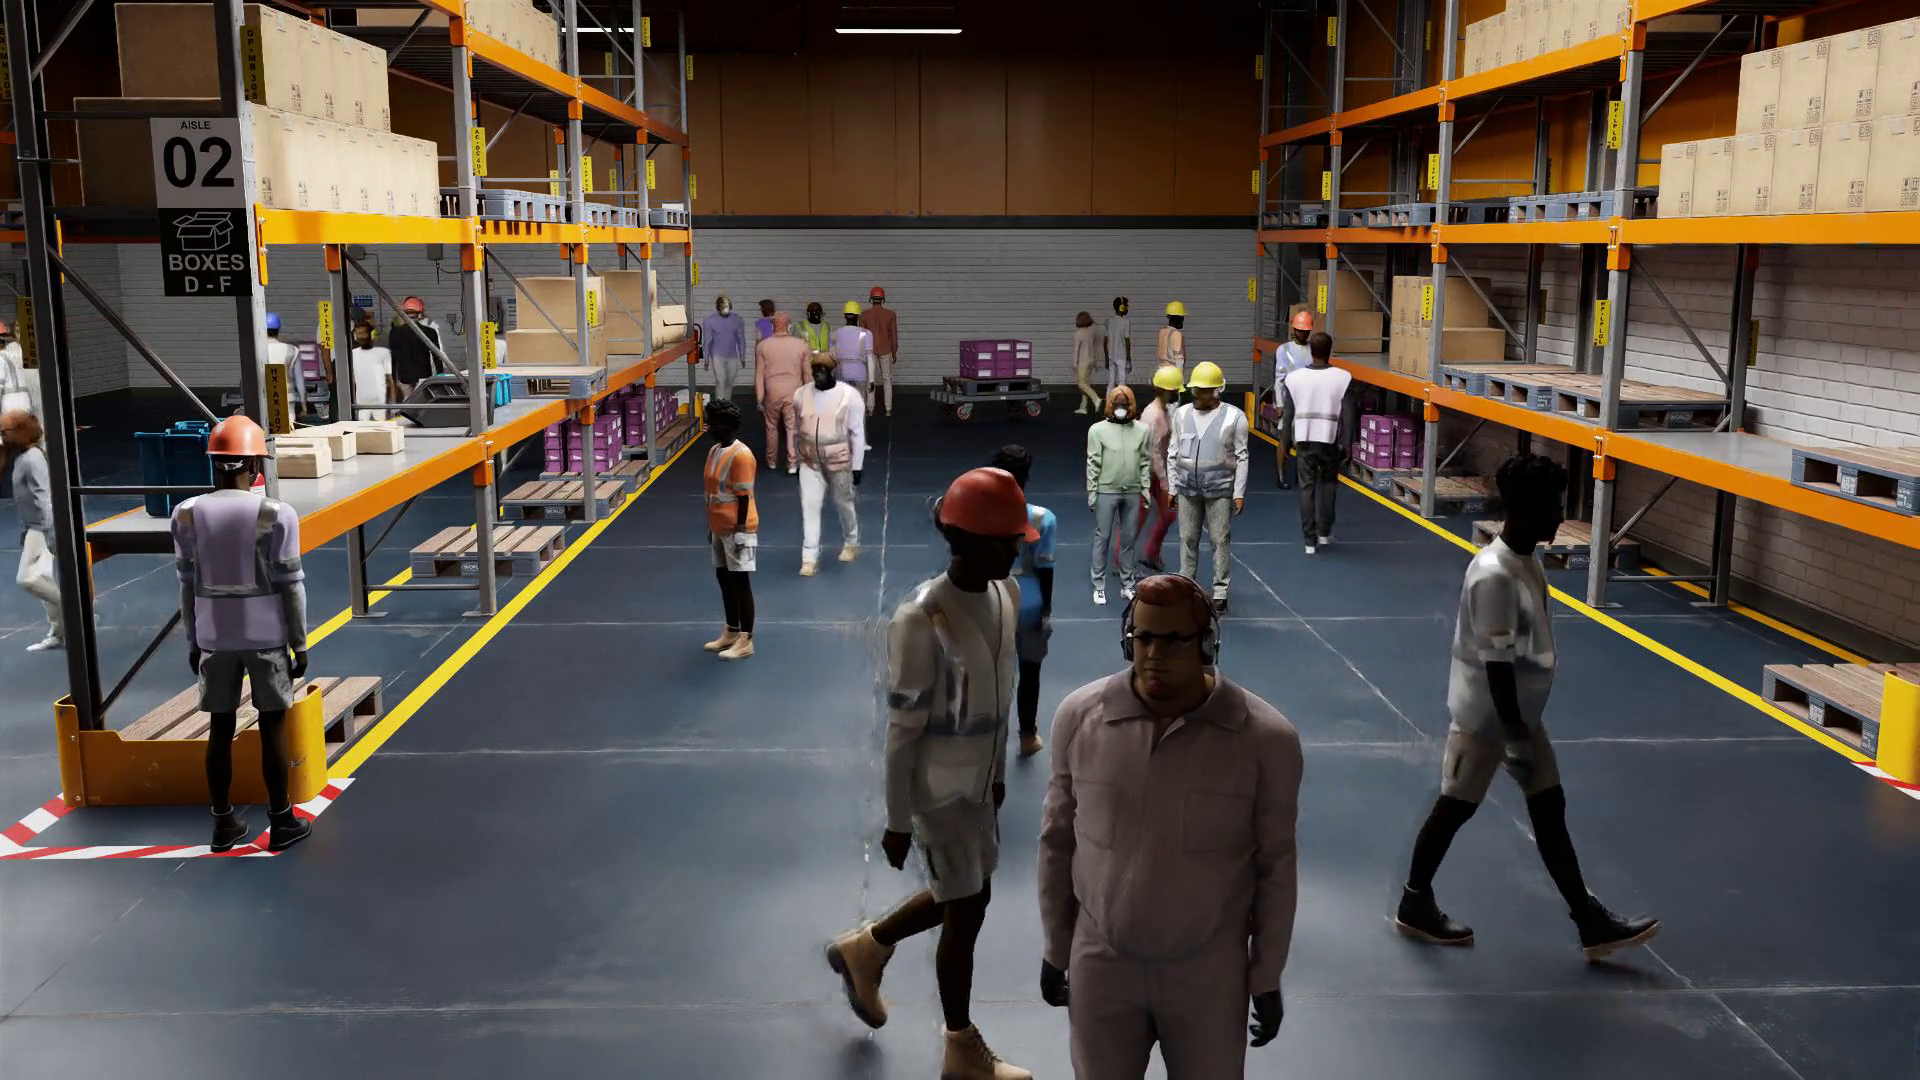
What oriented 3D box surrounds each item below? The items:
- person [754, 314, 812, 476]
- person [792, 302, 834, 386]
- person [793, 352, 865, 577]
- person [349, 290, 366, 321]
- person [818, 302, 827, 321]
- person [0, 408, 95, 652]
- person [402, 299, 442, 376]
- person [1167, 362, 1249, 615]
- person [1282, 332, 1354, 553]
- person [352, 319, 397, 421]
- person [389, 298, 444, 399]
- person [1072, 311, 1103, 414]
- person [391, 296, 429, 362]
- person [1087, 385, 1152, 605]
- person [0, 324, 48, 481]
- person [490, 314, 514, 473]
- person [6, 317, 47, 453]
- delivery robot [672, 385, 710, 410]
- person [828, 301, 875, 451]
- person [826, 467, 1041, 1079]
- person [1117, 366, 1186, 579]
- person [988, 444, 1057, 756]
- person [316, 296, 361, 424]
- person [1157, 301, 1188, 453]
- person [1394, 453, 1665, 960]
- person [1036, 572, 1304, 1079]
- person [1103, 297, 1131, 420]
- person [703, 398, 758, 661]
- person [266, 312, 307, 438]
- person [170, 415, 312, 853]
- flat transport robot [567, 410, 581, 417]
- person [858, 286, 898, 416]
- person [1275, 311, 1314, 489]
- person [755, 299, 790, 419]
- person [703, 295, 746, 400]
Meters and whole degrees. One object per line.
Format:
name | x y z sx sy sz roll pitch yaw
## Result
person | -2.050 -1.692 19.307 0.673 1.851 1.013 -2 10 -12
person | -2.024 -2.402 23.286 0.625 1.844 0.429 -5 11 -26
person | -1.066 -0.651 13.649 0.637 1.805 0.939 3 11 14
person | -9.936 -3.119 27.006 0.631 1.940 0.372 -9 14 -42
person | -2.145 -2.670 24.966 0.594 1.781 0.940 4 11 22
person | -5.987 -0.052 10.817 0.383 1.612 0.557 -7 12 -34
person | -7.942 -2.662 24.689 0.602 1.863 0.709 1 10 7
person | 1.766 -0.370 11.993 0.601 1.828 0.404 5 12 28
person | 3.133 -0.864 14.554 0.625 1.891 0.766 3 11 16
person | -6.371 -1.472 18.046 0.542 1.859 0.469 -1 10 -4
person | -6.845 -2.065 21.023 0.638 1.972 0.618 0 10 -2
person | 1.995 -2.741 25.802 0.514 1.613 0.604 -10 14 -44
person | -8.581 -2.919 26.189 0.652 1.829 0.521 0 10 1
person | 1.183 -0.335 12.345 0.508 1.632 0.273 -3 11 -17
person | -9.828 -1.342 17.304 1.023 1.882 0.589 -3 10 -14
person | -5.448 -1.703 19.324 0.532 1.865 0.310 -3 11 -14
person | -9.894 -1.425 17.720 0.638 1.894 0.973 -2 10 -10
delivery robot | -4.062 -2.058 24.691 0.477 0.478 0.707 9 14 42
person | -1.385 -2.096 21.342 0.594 1.924 0.381 1 10 7
person | -0.094 0.744 5.292 0.771 2.011 0.632 6 12 31
person | 1.481 -0.509 13.064 0.613 1.721 0.530 5 11 27
person | 0.219 0.350 8.434 0.537 1.673 0.758 4 11 21
person | -8.069 -2.258 21.925 0.538 2.000 0.684 5 11 25
person | 2.710 -2.067 21.176 0.364 1.928 0.586 -3 11 -18
person | 2.098 0.637 6.127 0.996 1.911 0.635 7 12 33
person | 0.487 1.018 4.052 0.639 1.909 0.409 3 11 16
person | 2.358 -2.682 24.782 0.331 1.866 0.513 -9 14 -42
person | -1.494 -0.076 10.754 0.332 1.686 0.533 -7 12 -32
person | -7.562 -1.559 18.425 0.616 1.912 0.937 -4 11 -20
person | -3.141 0.418 7.335 0.541 1.932 0.381 -1 10 -4
flat transport robot | -5.448 -1.732 23.926 0.652 0.197 1.431 1 10 4
person | -1.265 -2.900 25.632 0.612 1.995 0.382 -2 10 -9
person | 3.688 -1.512 18.067 0.548 1.934 0.376 -3 11 -17
person | -2.789 -2.720 25.116 0.683 1.817 0.571 -6 12 -30
person | -3.579 -2.743 25.058 0.645 1.901 0.770 -5 11 -28
